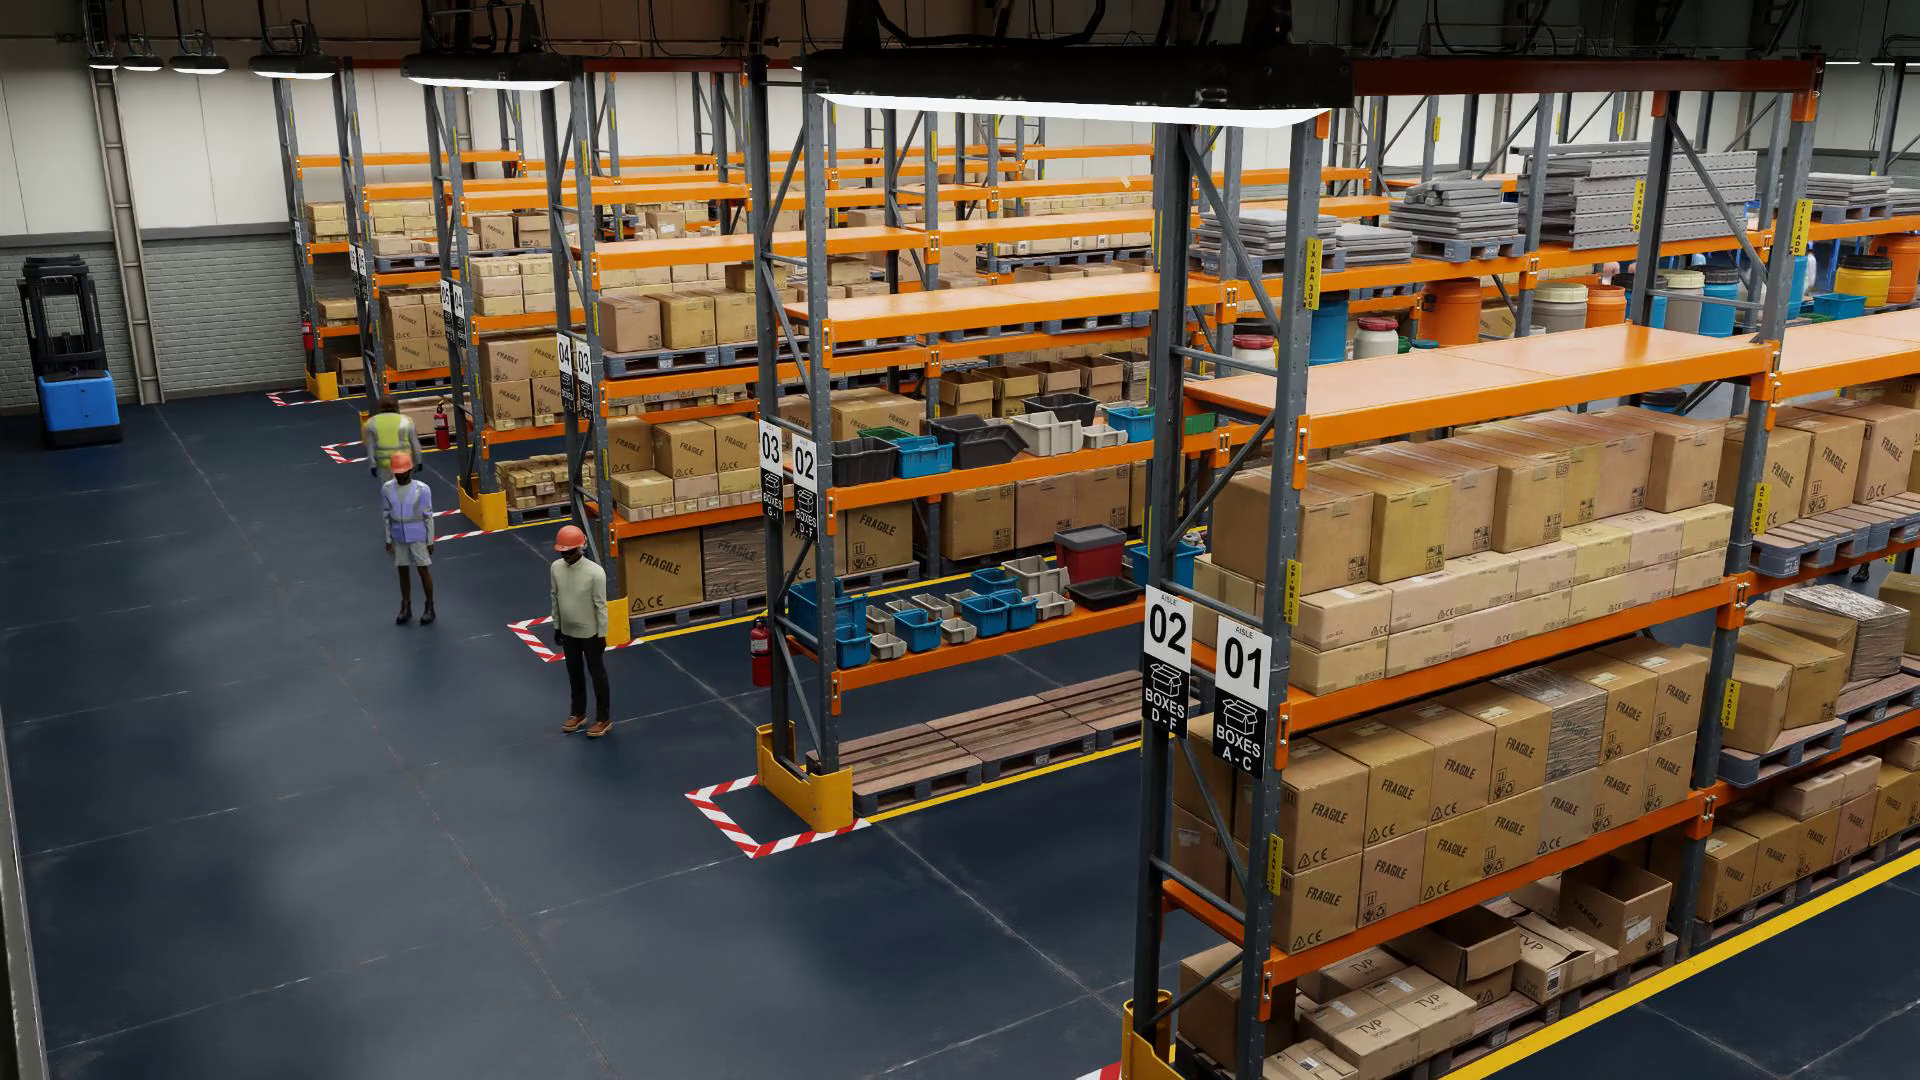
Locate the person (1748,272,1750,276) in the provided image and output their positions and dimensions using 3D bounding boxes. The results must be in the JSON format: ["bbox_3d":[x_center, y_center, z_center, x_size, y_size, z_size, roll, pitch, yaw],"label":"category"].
[{"bbox_3d":[17.596,-5.344,34.843,0.878,1.825,0.504,15,22,40],"label":"person"}]

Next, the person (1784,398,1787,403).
[{"bbox_3d":[11.914,-1.775,23.090,0.691,1.872,1.030,-11,20,-31],"label":"person"}]

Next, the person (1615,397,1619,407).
[{"bbox_3d":[9.729,-1.674,22.644,0.663,1.919,0.446,6,18,20],"label":"person"}]

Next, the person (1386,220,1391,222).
[{"bbox_3d":[11.377,-7.569,41.995,0.604,1.907,0.458,4,17,13],"label":"person"}]

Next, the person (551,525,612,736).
[{"bbox_3d":[-3.468,0.814,14.382,0.614,1.987,0.407,8,19,25],"label":"person"}]

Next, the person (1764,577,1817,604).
[{"bbox_3d":[8.154,0.642,15.540,0.283,1.633,0.500,-12,21,-35],"label":"person"}]

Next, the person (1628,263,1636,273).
[{"bbox_3d":[15.126,-5.515,35.134,0.649,1.980,0.518,8,19,24],"label":"person"}]

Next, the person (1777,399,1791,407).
[{"bbox_3d":[11.638,-1.457,22.445,0.778,1.610,0.515,-2,17,-6],"label":"person"}]

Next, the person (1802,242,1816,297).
[{"bbox_3d":[19.912,-6.057,37.068,1.008,1.904,0.627,4,17,13],"label":"person"}]

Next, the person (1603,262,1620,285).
[{"bbox_3d":[14.672,-5.695,35.856,0.400,1.907,0.644,-12,21,-35],"label":"person"}]

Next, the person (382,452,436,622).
[{"bbox_3d":[-6.020,-0.028,17.246,0.547,1.929,0.386,1,17,4],"label":"person"}]

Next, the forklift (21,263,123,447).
[{"bbox_3d":[-14.518,-3.079,25.708,1.129,2.768,1.873,-10,20,-31],"label":"forklift"}]

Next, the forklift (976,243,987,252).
[{"bbox_3d":[0.988,-5.474,34.718,1.214,2.155,2.313,-10,20,-31],"label":"forklift"}]

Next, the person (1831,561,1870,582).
[{"bbox_3d":[10.716,-0.483,18.707,0.347,1.942,0.548,-10,19,-29],"label":"person"}]

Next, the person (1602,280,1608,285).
[{"bbox_3d":[13.192,-4.822,33.009,0.564,1.899,0.922,15,23,40],"label":"person"}]

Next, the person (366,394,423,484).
[{"bbox_3d":[-7.392,-1.040,20.767,0.644,1.799,0.914,-1,17,-5],"label":"person"}]

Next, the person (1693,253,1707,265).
[{"bbox_3d":[18.332,-6.578,39.172,0.873,1.651,0.530,12,21,35],"label":"person"}]
